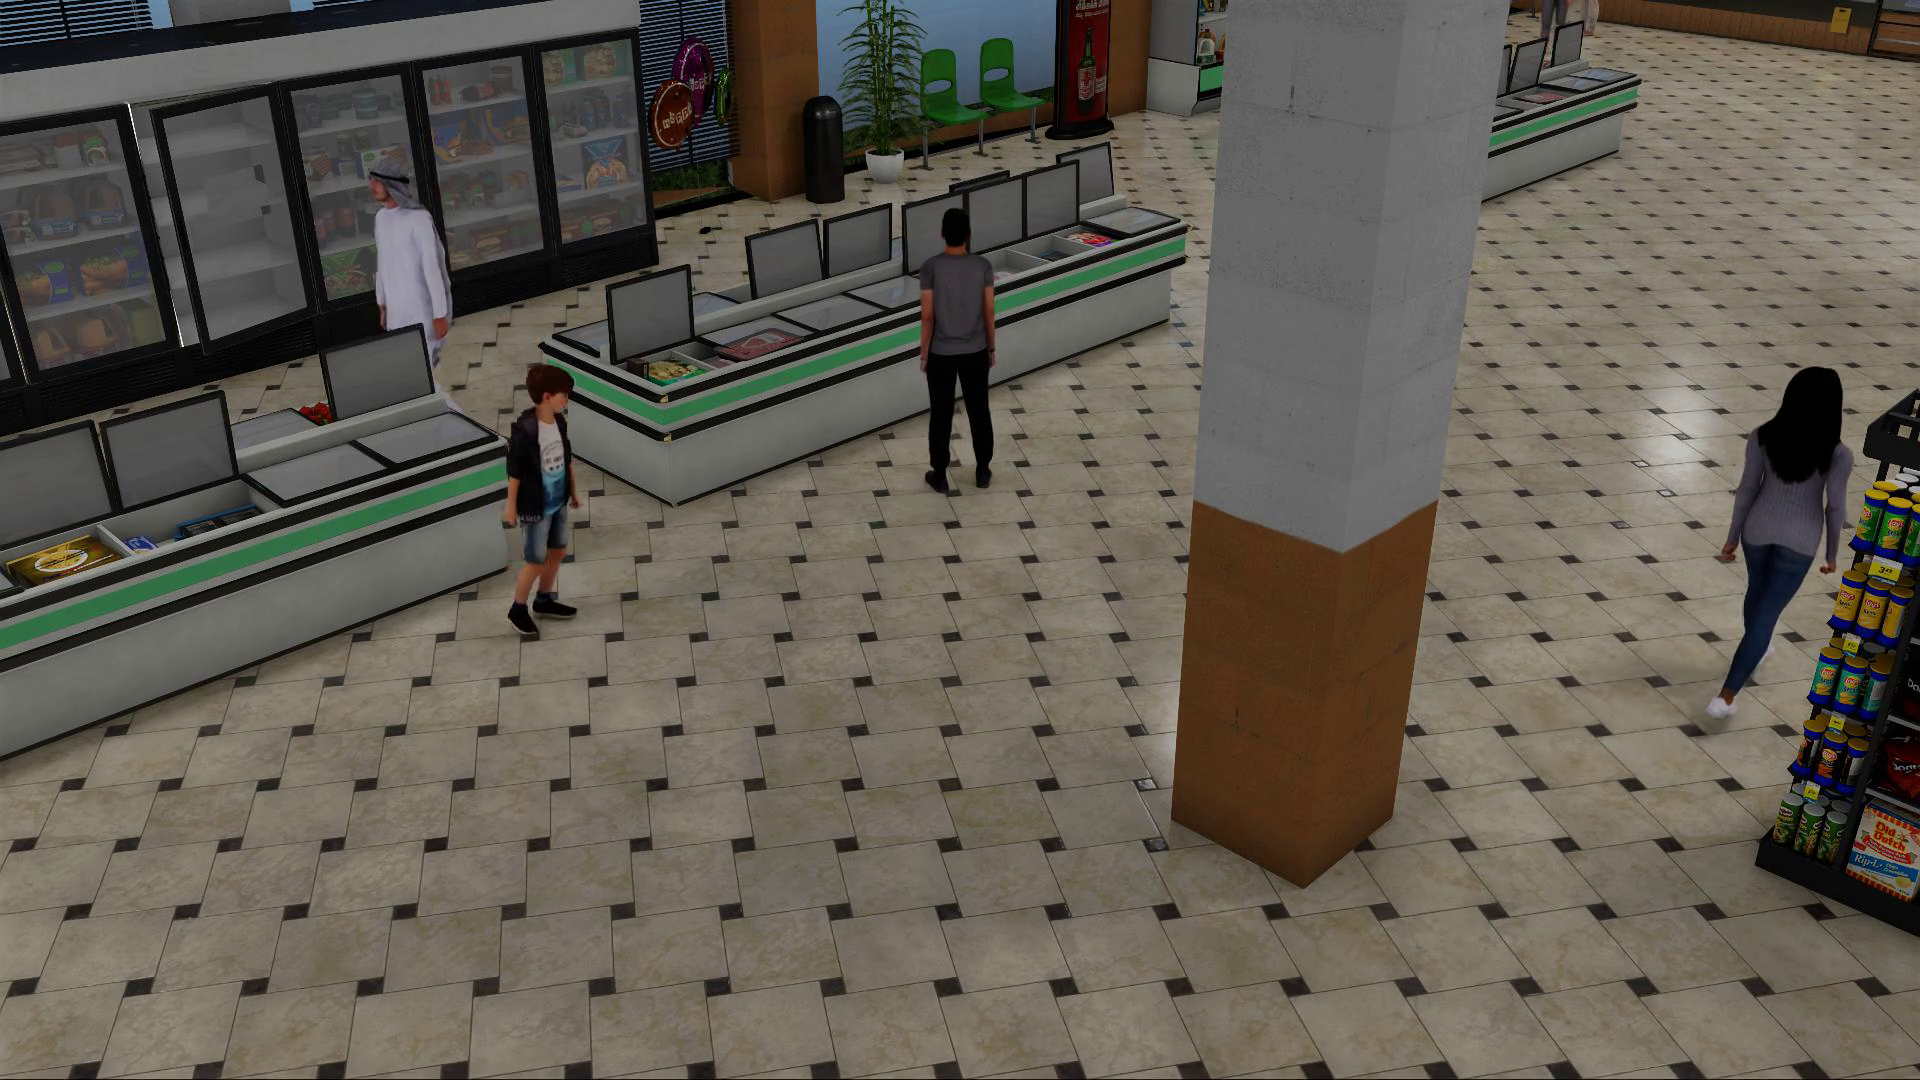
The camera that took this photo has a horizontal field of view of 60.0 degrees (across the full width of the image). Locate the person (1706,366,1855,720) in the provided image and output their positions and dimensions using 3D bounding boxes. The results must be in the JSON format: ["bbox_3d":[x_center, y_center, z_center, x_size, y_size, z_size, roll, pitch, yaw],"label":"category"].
[{"bbox_3d":[3.774,0.063,7.737,0.668,1.689,1.178,22,34,36],"label":"person"}]

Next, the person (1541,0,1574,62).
[{"bbox_3d":[8.006,-7.277,22.256,0.778,1.648,1.134,15,31,27],"label":"person"}]

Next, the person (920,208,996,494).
[{"bbox_3d":[-0.017,-1.137,10.033,0.655,1.754,0.759,-5,27,-10],"label":"person"}]

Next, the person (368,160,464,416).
[{"bbox_3d":[-3.362,-1.449,10.474,0.730,1.910,0.786,21,33,35],"label":"person"}]

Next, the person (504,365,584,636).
[{"bbox_3d":[-2.191,-0.200,8.553,0.775,1.421,0.642,20,33,34],"label":"person"}]
